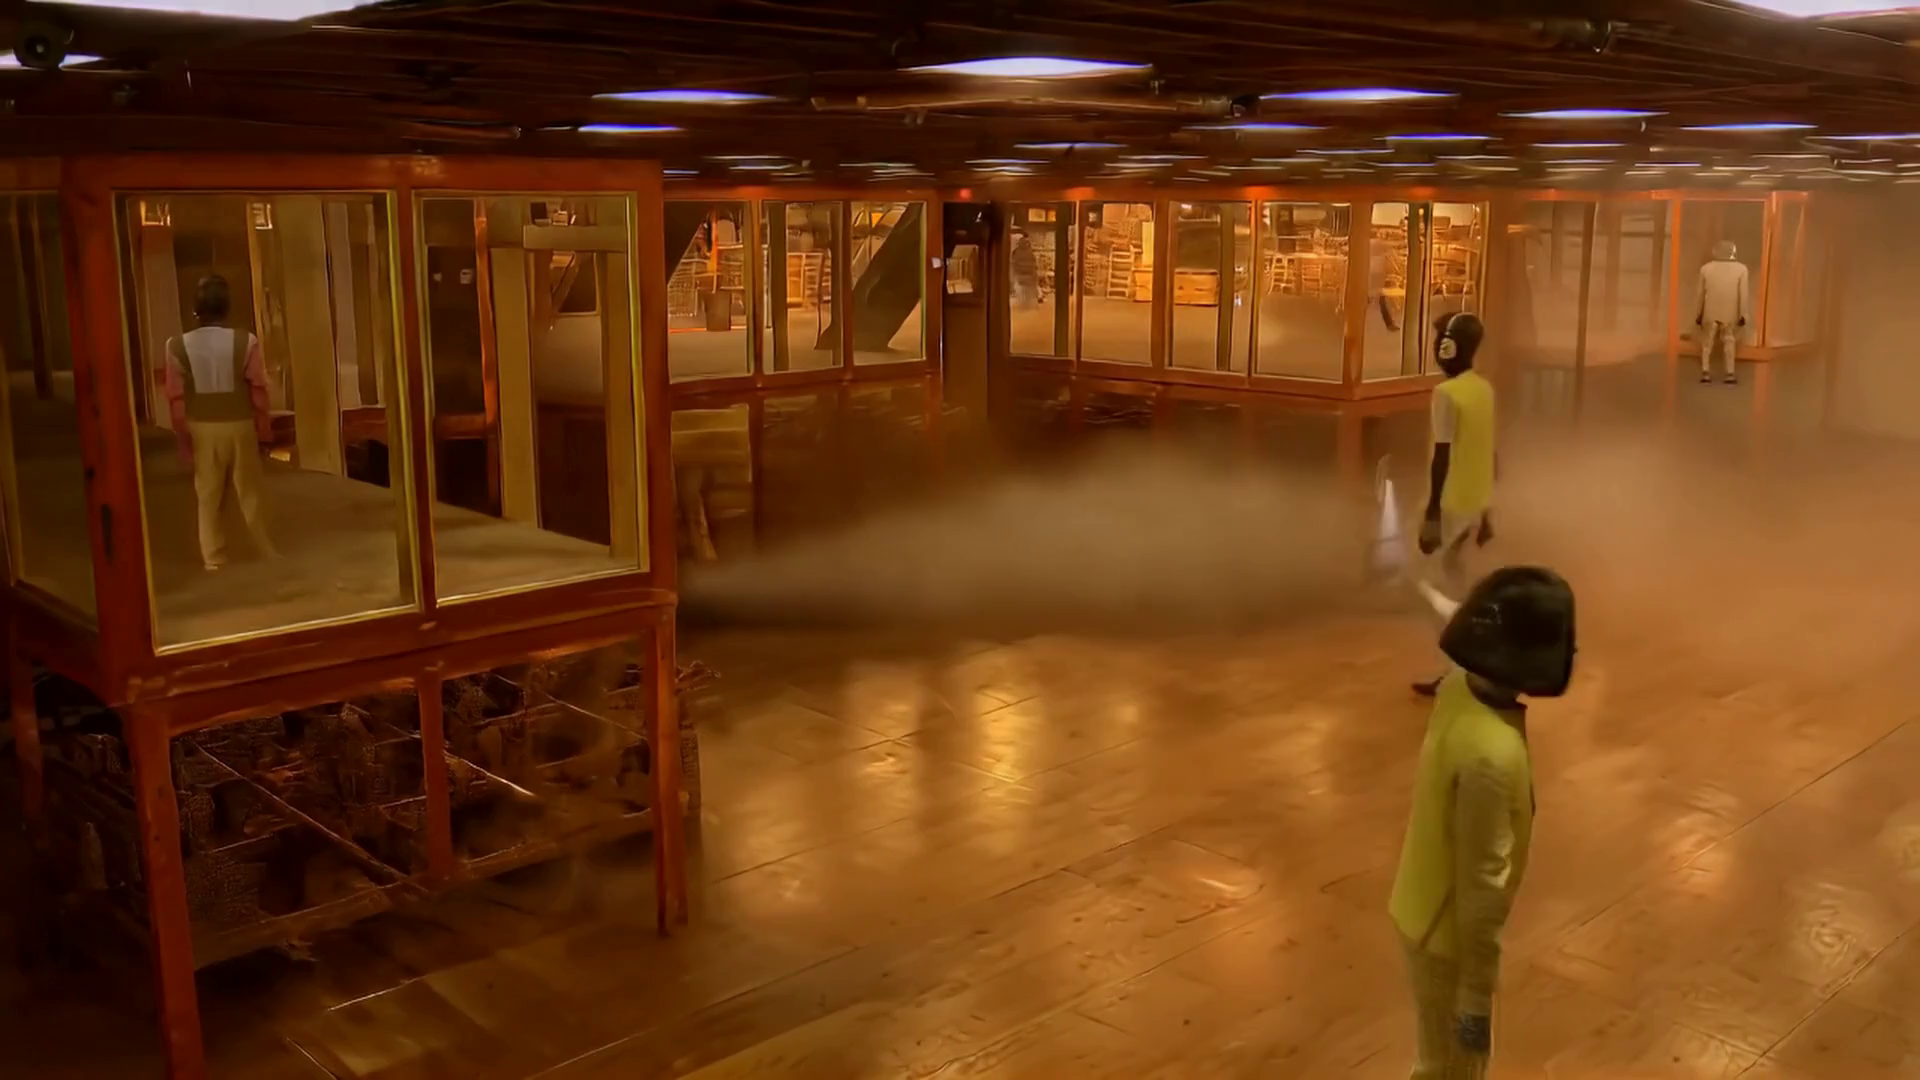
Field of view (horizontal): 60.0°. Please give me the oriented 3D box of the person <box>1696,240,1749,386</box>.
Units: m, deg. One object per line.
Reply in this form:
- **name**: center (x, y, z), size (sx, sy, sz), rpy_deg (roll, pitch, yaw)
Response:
- **person**: center (10.058, -2.992, 21.963), size (0.642, 1.905, 0.399), rpy_deg (10, 15, 41)

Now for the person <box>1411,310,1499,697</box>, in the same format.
- **person**: center (2.343, -0.127, 7.720), size (0.474, 1.859, 0.564), rpy_deg (11, 16, 44)

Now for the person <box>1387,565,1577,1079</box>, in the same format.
- **person**: center (1.065, 0.836, 3.490), size (0.322, 1.624, 0.577), rpy_deg (2, 11, 8)

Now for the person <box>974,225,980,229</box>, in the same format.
- **person**: center (0.419, -6.160, 37.719), size (0.633, 1.951, 0.506), rpy_deg (0, 11, 0)
